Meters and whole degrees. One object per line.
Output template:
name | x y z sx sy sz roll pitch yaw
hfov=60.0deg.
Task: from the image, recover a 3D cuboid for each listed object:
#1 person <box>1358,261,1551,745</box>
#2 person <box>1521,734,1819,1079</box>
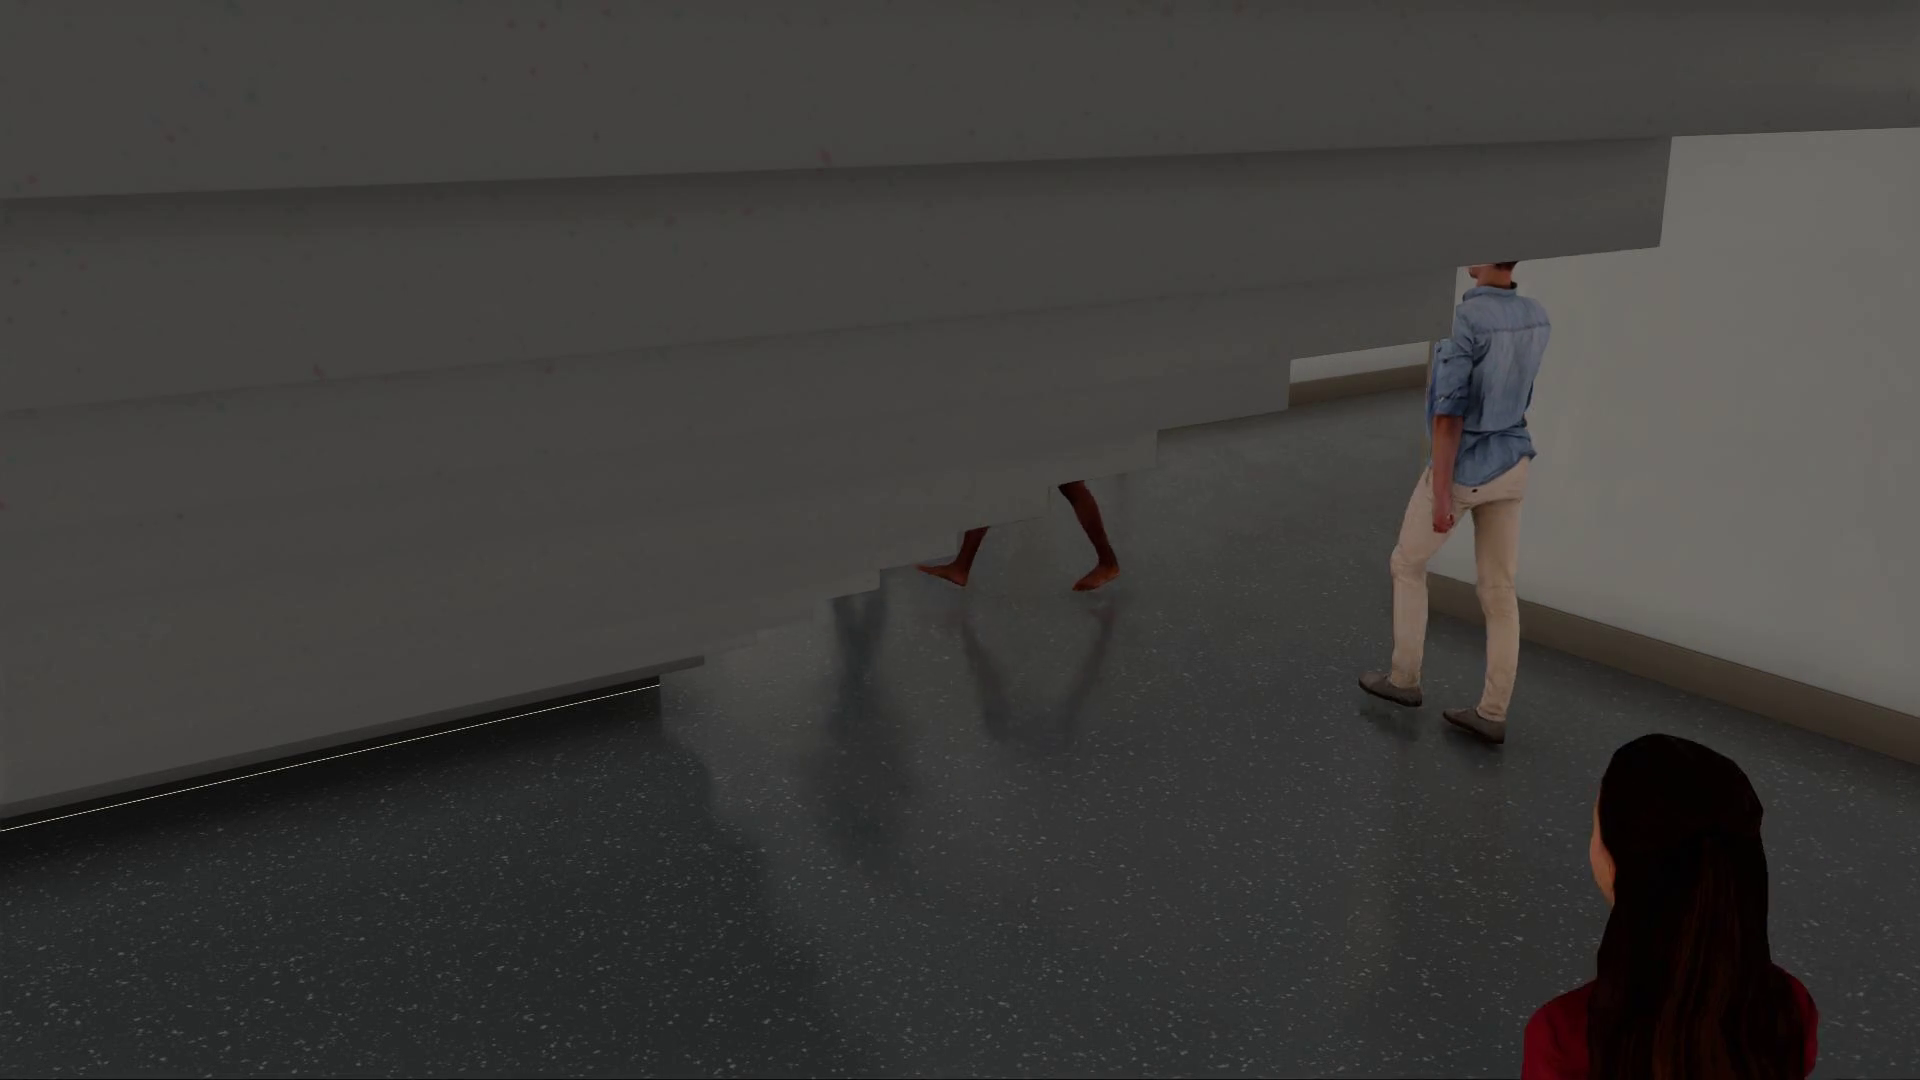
person | 1.828 -0.186 5.672 0.730 1.824 0.912 -8 17 -25
person | 0.859 1.004 1.983 0.873 1.528 1.066 -1 16 -4
